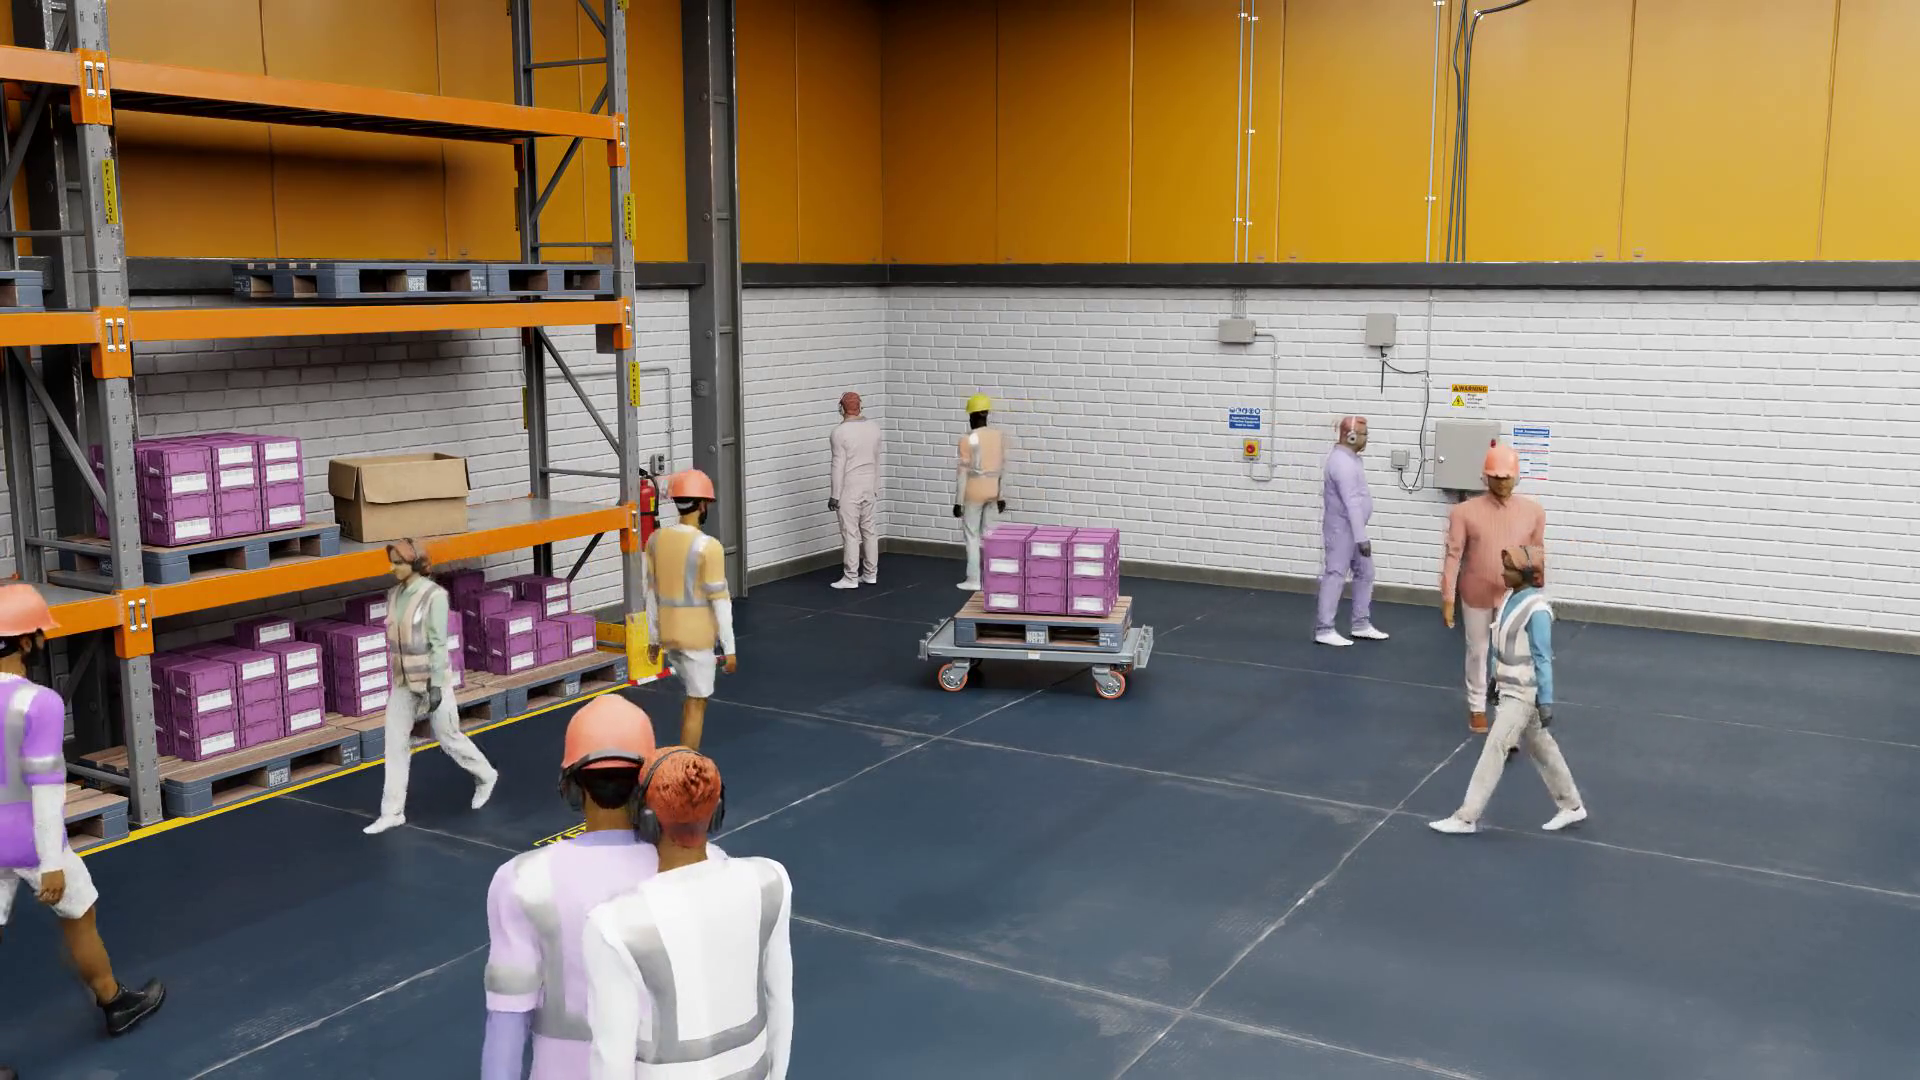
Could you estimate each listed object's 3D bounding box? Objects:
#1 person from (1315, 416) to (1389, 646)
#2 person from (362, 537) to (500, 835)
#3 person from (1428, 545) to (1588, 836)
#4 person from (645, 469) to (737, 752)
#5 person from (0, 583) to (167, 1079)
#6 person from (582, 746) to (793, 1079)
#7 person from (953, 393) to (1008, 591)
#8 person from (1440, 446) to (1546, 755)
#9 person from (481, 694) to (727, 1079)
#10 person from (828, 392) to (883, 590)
[{"bbox_3d":[3.233,-0.058,13.454,0.719,1.883,0.666,3,9,16],"label":"person"},{"bbox_3d":[-2.925,0.768,9.177,0.519,1.610,0.784,6,11,33],"label":"person"},{"bbox_3d":[3.013,0.810,8.940,0.882,1.593,0.529,0,9,1],"label":"person"},{"bbox_3d":[-1.520,0.554,9.548,0.580,1.911,0.495,7,11,37],"label":"person"},{"bbox_3d":[-3.516,1.097,6.265,0.565,1.883,0.984,3,10,18],"label":"person"},{"bbox_3d":[-0.667,1.436,4.152,0.575,1.882,0.361,-8,12,-40],"label":"person"},{"bbox_3d":[0.216,-0.435,15.744,0.594,1.909,0.577,-8,12,-42],"label":"person"},{"bbox_3d":[3.416,0.364,10.665,0.652,1.935,1.037,2,9,11],"label":"person"},{"bbox_3d":[-0.880,1.383,4.231,0.655,1.965,1.065,-2,9,-14],"label":"person"},{"bbox_3d":[-1.038,-0.475,16.017,0.400,1.905,0.643,8,12,40],"label":"person"}]
